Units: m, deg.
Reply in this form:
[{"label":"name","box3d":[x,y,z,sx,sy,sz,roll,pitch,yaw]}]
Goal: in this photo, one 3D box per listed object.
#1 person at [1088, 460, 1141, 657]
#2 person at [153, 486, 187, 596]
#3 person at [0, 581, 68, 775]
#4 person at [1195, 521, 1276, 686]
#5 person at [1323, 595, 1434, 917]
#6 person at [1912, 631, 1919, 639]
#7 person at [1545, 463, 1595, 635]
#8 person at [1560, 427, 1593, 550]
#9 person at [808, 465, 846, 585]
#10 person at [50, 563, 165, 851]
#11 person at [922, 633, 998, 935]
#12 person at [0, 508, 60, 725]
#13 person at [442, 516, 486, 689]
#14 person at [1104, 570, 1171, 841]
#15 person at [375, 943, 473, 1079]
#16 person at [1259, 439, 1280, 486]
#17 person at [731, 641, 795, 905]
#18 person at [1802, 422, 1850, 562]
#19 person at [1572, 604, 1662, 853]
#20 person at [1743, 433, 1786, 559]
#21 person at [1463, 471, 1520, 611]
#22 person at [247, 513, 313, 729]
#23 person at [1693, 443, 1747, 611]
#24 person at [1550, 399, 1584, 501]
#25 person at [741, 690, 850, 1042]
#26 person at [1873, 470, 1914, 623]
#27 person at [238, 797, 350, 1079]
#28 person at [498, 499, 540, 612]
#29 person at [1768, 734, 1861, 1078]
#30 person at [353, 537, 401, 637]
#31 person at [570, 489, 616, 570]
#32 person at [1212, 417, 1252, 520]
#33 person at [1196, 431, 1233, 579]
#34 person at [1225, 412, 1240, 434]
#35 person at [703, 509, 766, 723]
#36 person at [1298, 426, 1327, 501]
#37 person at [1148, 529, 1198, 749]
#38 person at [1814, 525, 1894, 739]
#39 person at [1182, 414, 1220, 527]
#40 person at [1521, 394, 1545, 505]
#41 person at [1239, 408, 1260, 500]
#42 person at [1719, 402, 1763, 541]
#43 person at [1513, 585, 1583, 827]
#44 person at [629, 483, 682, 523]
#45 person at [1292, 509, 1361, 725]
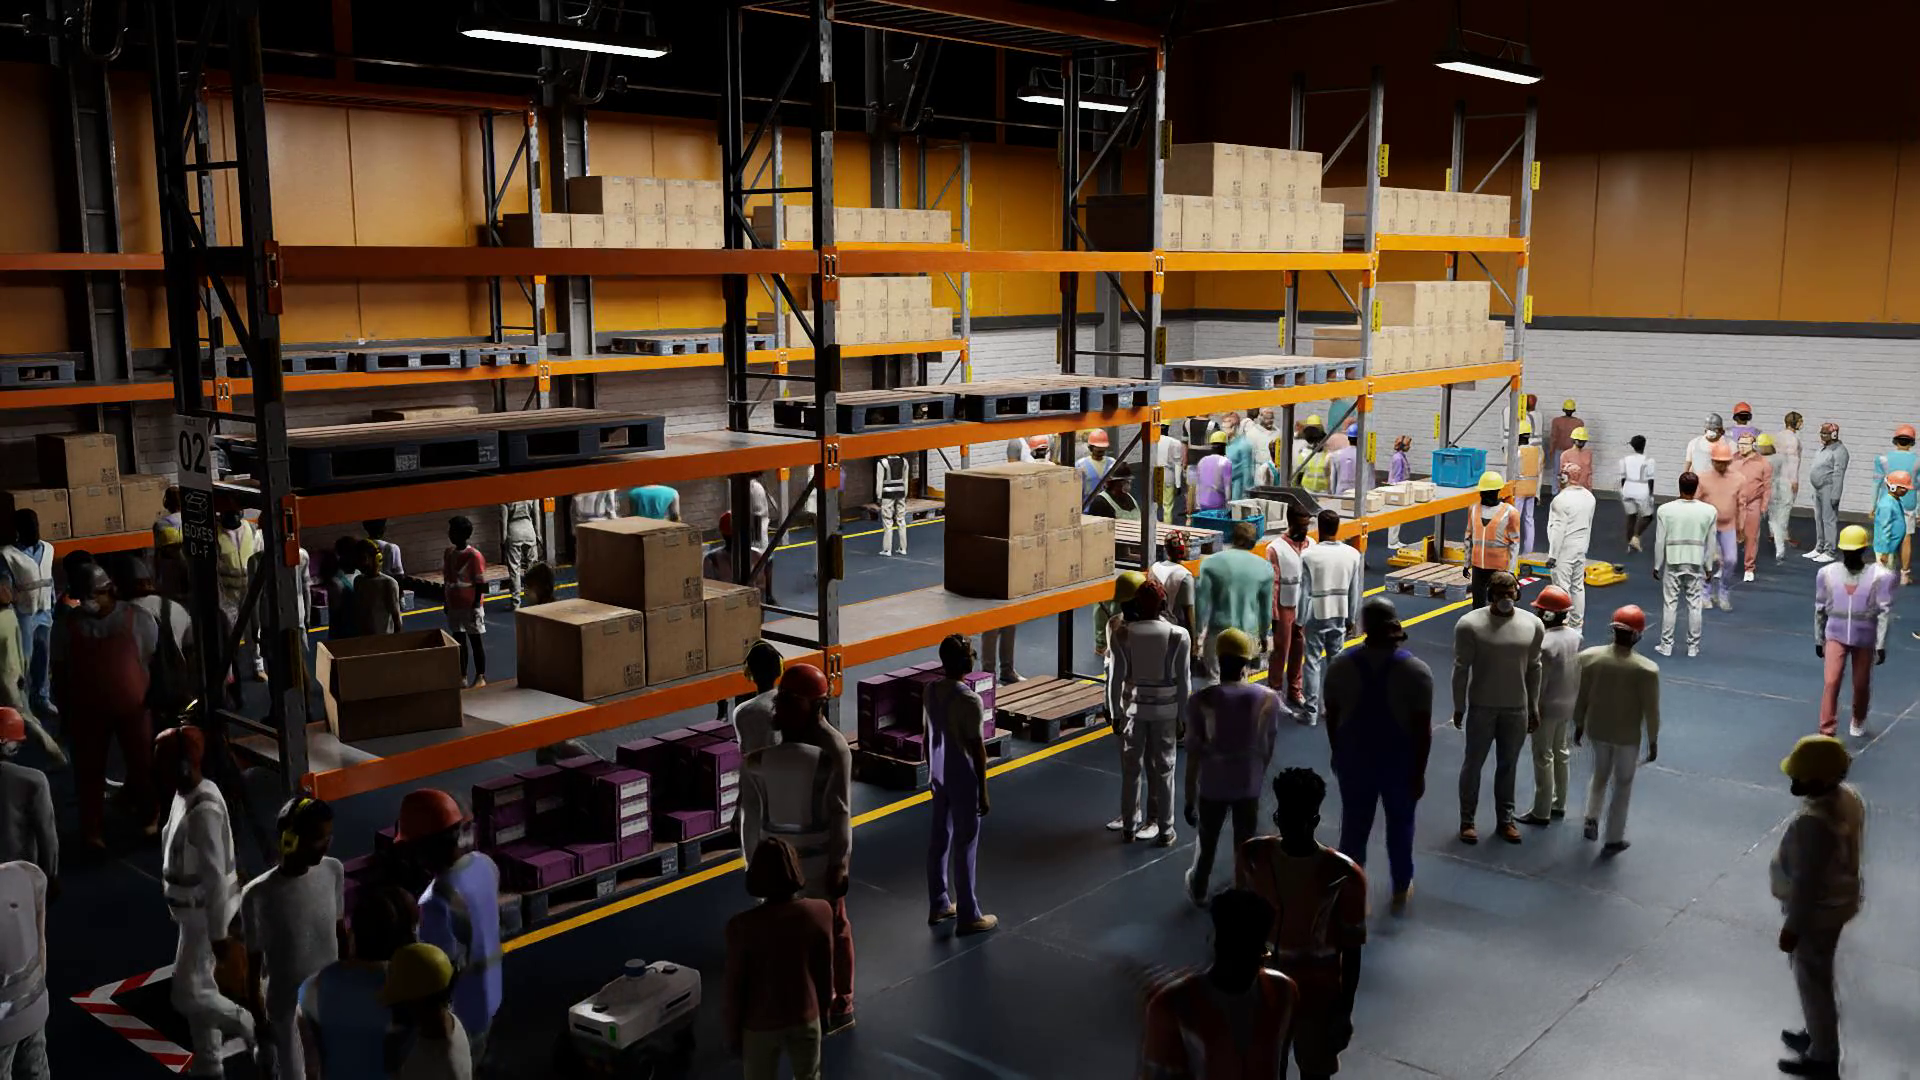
[{"label":"person","box3d":[1.660,0.186,17.176,0.535,2.000,0.674,8,13,41]},{"label":"person","box3d":[-7.806,0.375,16.668,0.339,1.834,0.523,8,12,39]},{"label":"person","box3d":[-7.517,1.089,13.115,0.839,1.596,0.511,-2,10,-10]},{"label":"person","box3d":[2.305,0.802,13.961,0.700,1.894,0.617,0,10,-2]},{"label":"person","box3d":[2.618,1.321,10.399,0.706,2.000,0.956,5,11,27]},{"label":"person","box3d":[10.568,0.115,17.864,0.607,1.960,0.378,-4,10,-21]},{"label":"person","box3d":[6.551,0.117,17.991,0.652,1.906,0.403,-7,12,-36]},{"label":"person","box3d":[8.671,-0.714,23.397,0.518,1.760,0.330,-3,10,-19]},{"label":"person","box3d":[-1.676,-0.312,20.794,0.616,1.822,0.454,7,12,35]},{"label":"person","box3d":[-5.918,1.126,11.562,0.688,2.000,0.538,-4,10,-22]},{"label":"person","box3d":[-0.012,1.470,10.090,0.342,1.846,0.508,-9,13,-43]},{"label":"person","box3d":[-8.216,0.664,14.686,0.373,1.917,0.595,2,10,14]},{"label":"person","box3d":[-4.678,0.610,15.660,0.535,1.700,0.318,7,12,34]},{"label":"person","box3d":[1.245,1.154,11.796,0.588,1.912,0.395,9,13,43]},{"label":"person","box3d":[-1.923,2.241,5.816,0.823,1.731,0.536,-3,10,-20]},{"label":"person","box3d":[3.984,-0.365,21.050,0.345,1.846,0.508,9,13,42]},{"label":"person","box3d":[-1.127,1.515,9.772,0.519,1.865,0.335,-9,13,-43]},{"label":"person","box3d":[11.769,-0.652,22.614,0.401,1.900,0.642,1,10,4]},{"label":"person","box3d":[4.535,1.295,11.441,0.378,1.734,0.590,-8,13,-41]},{"label":"person","box3d":[11.115,-0.607,22.897,0.492,1.709,0.811,0,10,-3]},{"label":"person","box3d":[5.465,0.242,17.184,0.378,1.922,0.593,-9,13,-41]},{"label":"person","box3d":[-5.953,0.681,14.555,0.388,1.930,0.544,9,13,43]},{"label":"person","box3d":[8.817,-0.142,19.335,0.644,1.966,0.613,2,10,13]},{"label":"person","box3d":[10.269,-1.514,28.173,0.526,1.761,0.344,4,10,21]},{"label":"person","box3d":[-0.853,1.696,8.670,0.575,1.877,0.353,1,10,8]},{"label":"person","box3d":[10.506,0.071,18.763,0.354,1.737,0.578,8,12,39]},{"label":"person","box3d":[-2.777,1.983,7.016,0.521,1.842,0.562,6,11,33]},{"label":"person","box3d":[-5.130,-0.034,19.372,0.487,1.746,0.287,-6,11,-34]},{"label":"person","box3d":[4.222,1.807,8.247,0.415,1.795,0.631,7,12,34]},{"label":"person","box3d":[-4.735,0.900,13.431,0.509,1.868,0.328,5,11,27]},{"label":"person","box3d":[-4.247,-0.098,19.387,0.592,1.868,0.567,4,10,23]},{"label":"person","box3d":[3.791,-0.779,23.402,0.422,1.896,0.653,-7,12,-35]},{"label":"person","box3d":[3.304,-0.452,21.434,0.726,1.885,0.614,-7,12,-37]},{"label":"person","box3d":[4.444,-1.265,27.045,0.315,1.636,0.515,1,10,8]},{"label":"person","box3d":[-1.955,0.686,14.506,0.547,1.936,0.361,-2,10,-10]},{"label":"person","box3d":[5.228,-0.840,24.384,0.551,1.674,0.603,-3,10,-18]},{"label":"person","box3d":[1.777,0.825,13.937,0.389,1.847,0.567,-5,11,-29]},{"label":"person","box3d":[7.494,0.797,13.981,0.586,1.895,0.880,7,12,35]},{"label":"person","box3d":[3.691,-1.188,25.419,0.611,2.032,0.410,5,11,30]},{"label":"person","box3d":[9.493,-1.487,27.668,0.570,1.878,0.347,-8,12,-40]},{"label":"person","box3d":[4.570,-1.265,26.302,0.355,1.886,0.572,0,10,-2]},{"label":"person","box3d":[11.357,-0.998,24.286,0.604,2.034,0.418,2,10,11]},{"label":"person","box3d":[4.247,1.191,12.020,0.565,1.755,0.323,-9,13,-42]},{"label":"person","box3d":[-3.418,0.012,18.879,0.563,1.815,0.593,2,10,11]},{"label":"person","box3d":[3.225,0.683,14.611,0.603,1.906,0.399,-3,10,-19]}]
